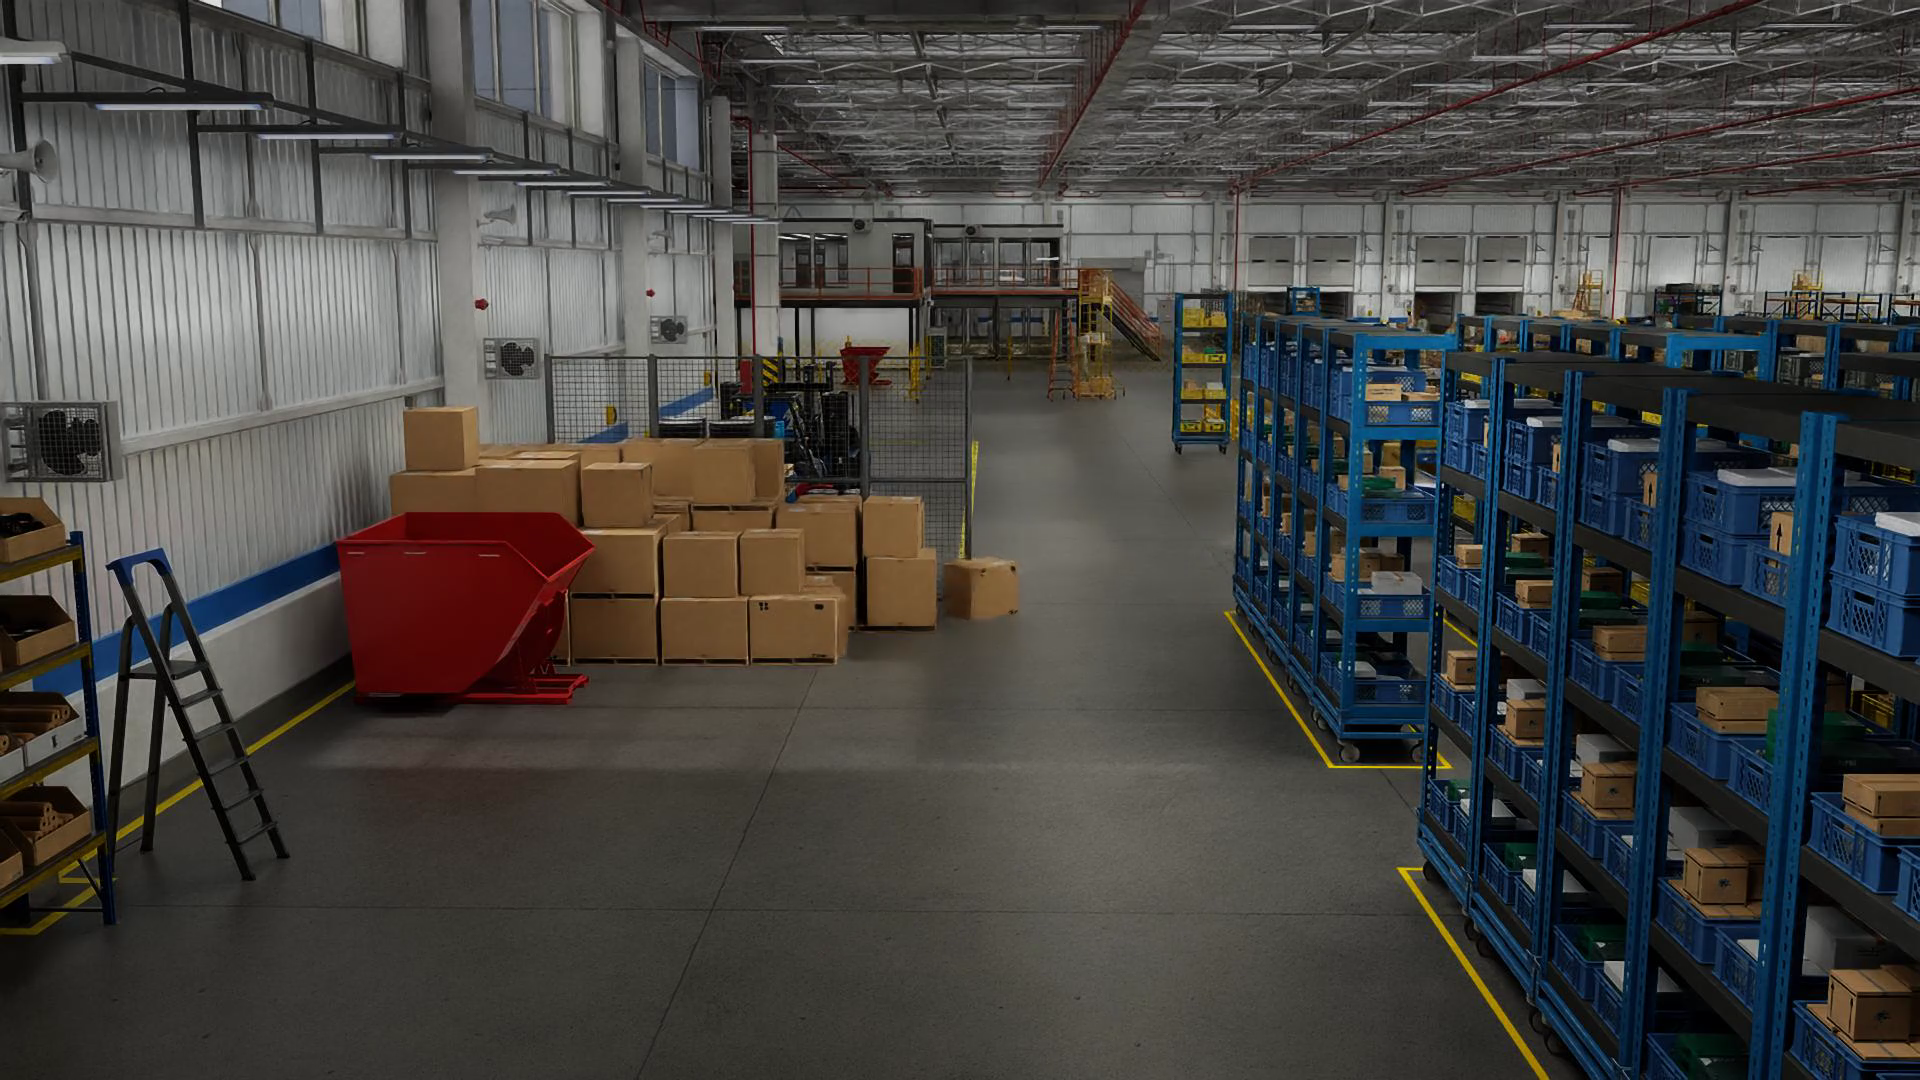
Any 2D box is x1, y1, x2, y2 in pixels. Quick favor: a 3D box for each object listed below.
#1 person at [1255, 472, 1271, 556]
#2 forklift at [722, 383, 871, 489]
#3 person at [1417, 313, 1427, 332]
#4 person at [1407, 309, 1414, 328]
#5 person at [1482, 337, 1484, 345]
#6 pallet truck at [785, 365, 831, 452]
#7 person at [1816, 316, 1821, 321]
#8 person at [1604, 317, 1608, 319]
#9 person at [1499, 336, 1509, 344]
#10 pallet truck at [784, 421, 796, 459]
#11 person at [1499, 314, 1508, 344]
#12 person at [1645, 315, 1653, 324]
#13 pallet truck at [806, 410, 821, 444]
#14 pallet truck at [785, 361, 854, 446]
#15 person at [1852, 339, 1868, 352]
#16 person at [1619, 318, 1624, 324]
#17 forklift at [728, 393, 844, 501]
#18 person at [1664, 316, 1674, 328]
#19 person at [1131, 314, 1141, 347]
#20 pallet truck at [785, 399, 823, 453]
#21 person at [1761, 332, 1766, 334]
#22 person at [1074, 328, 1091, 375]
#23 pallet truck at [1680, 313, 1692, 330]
[{"bbox_3d":[4.366,-0.471,22.602,0.965,1.861,0.673,3,10,20],"label":"person"},{"bbox_3d":[-2.893,-1.687,28.729,2.680,1.987,1.157,0,9,-1],"label":"forklift"},{"bbox_3d":[24.195,-10.924,86.967,0.612,1.911,0.966,-8,12,-39],"label":"person"},{"bbox_3d":[25.606,-12.185,94.697,0.398,1.919,0.587,6,11,34],"label":"person"},{"bbox_3d":[20.451,-7.291,64.380,0.845,1.955,0.693,5,11,30],"label":"person"},{"bbox_3d":[-3.774,-2.976,37.635,1.885,1.965,0.823,1,9,5],"label":"pallet truck"},{"bbox_3d":[41.282,-9.794,79.982,0.391,1.911,0.584,-2,9,-14],"label":"person"},{"bbox_3d":[34.007,-10.941,87.779,0.808,1.667,0.534,8,12,40],"label":"person"},{"bbox_3d":[17.455,-5.536,53.356,0.413,2.030,0.611,-6,11,-34],"label":"person"},{"bbox_3d":[-4.013,-1.793,32.705,1.601,1.201,0.680,0,9,1],"label":"pallet truck"},{"bbox_3d":[27.643,-10.569,84.692,0.502,1.925,0.644,7,12,37],"label":"person"},{"bbox_3d":[35.663,-10.695,85.852,0.952,1.797,0.656,1,9,6],"label":"person"},{"bbox_3d":[-3.559,-2.018,33.905,1.522,1.261,0.704,0,9,-1],"label":"pallet truck"},{"bbox_3d":[-3.410,-3.193,38.978,1.885,1.965,0.823,0,9,-1],"label":"pallet truck"},{"bbox_3d":[32.290,-6.595,59.827,1.000,2.000,0.699,6,11,34],"label":"person"},{"bbox_3d":[30.858,-9.425,77.668,0.586,1.918,0.394,8,12,40],"label":"person"},{"bbox_3d":[-2.979,-1.316,26.476,2.680,1.987,1.157,0,9,1],"label":"forklift"},{"bbox_3d":[34.328,-9.906,80.626,0.657,1.918,0.536,-5,10,-27],"label":"person"},{"bbox_3d":[9.453,-11.295,89.308,0.541,1.897,1.019,-1,9,-3],"label":"person"},{"bbox_3d":[-3.814,-2.432,36.419,1.630,1.274,0.653,0,9,1],"label":"pallet truck"},{"bbox_3d":[35.959,-8.878,74.604,0.992,1.817,0.519,4,10,22],"label":"person"},{"bbox_3d":[4.820,-7.334,64.930,0.601,1.871,0.587,2,9,12],"label":"person"},{"bbox_3d":[36.315,-10.531,84.244,0.823,1.965,1.885,-6,11,-33],"label":"pallet truck"}]
